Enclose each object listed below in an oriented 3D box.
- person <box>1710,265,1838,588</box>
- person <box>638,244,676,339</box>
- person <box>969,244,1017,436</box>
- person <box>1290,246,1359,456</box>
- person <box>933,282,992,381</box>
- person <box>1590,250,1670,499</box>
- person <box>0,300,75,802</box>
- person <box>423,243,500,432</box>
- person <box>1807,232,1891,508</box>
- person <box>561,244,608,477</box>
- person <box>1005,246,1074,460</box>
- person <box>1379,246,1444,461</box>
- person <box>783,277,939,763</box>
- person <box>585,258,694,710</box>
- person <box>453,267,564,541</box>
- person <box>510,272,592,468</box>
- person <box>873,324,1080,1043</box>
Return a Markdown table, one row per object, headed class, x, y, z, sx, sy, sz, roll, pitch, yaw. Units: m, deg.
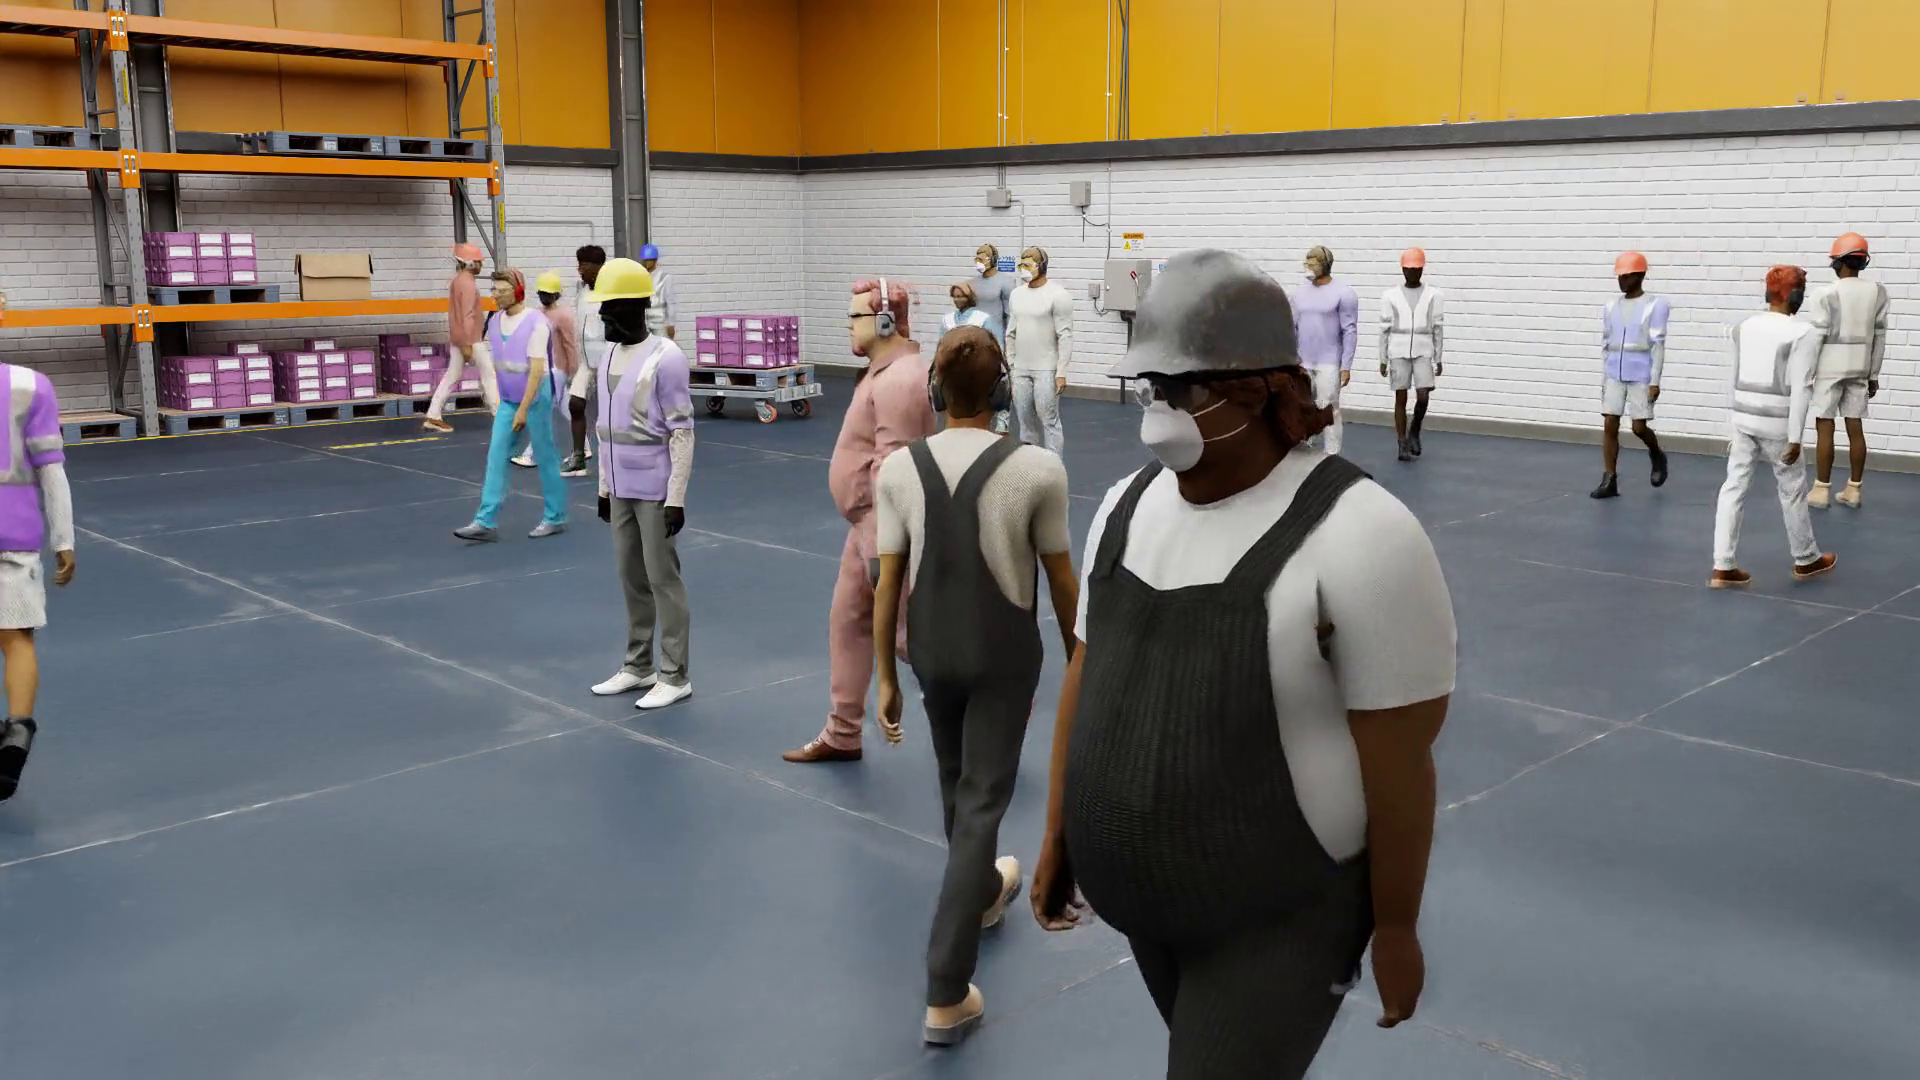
| class | x | y | z | sx | sy | sz | roll | pitch | yaw |
| --- | --- | --- | --- | --- | --- | --- | --- | --- | --- |
| person | 4.730 | -0.650 | 9.600 | 0.939 | 1.841 | 0.594 | -5 | 12 | -26 |
| person | -3.767 | -2.714 | 20.684 | 0.615 | 1.922 | 0.872 | 4 | 11 | 22 |
| person | 0.294 | -1.920 | 16.294 | 0.352 | 1.937 | 0.635 | -10 | 15 | -44 |
| person | 2.949 | -1.438 | 13.667 | 0.350 | 1.936 | 0.635 | -10 | 15 | -44 |
| person | -0.013 | -1.407 | 14.369 | 0.550 | 1.604 | 0.775 | 8 | 13 | 36 |
| person | 5.221 | -1.278 | 12.863 | 0.702 | 1.915 | 0.553 | -8 | 13 | -37 |
| person | -3.508 | -0.006 | 5.987 | 0.556 | 1.904 | 0.885 | -5 | 11 | -24 |
| person | -5.099 | -2.078 | 17.142 | 1.018 | 1.948 | 0.614 | -7 | 12 | -33 |
| person | 6.550 | -1.258 | 12.396 | 0.614 | 2.040 | 0.391 | -1 | 10 | -5 |
| person | -3.058 | -1.463 | 13.780 | 0.637 | 1.937 | 0.785 | 8 | 13 | 38 |
| person | 0.604 | -1.321 | 13.026 | 0.352 | 1.937 | 0.635 | -10 | 15 | -44 |
| person | 4.044 | -1.662 | 14.922 | 0.575 | 1.924 | 0.416 | 2 | 11 | 13 |
| person | -0.205 | -0.042 | 6.245 | 0.877 | 1.879 | 0.651 | -1 | 10 | -6 |
| person | -1.386 | -0.236 | 7.139 | 0.382 | 1.924 | 0.594 | -10 | 15 | -44 |
| person | -2.953 | -0.866 | 10.901 | 0.562 | 1.801 | 0.892 | 6 | 12 | 31 |
| person | -3.592 | -1.485 | 14.578 | 0.542 | 1.702 | 0.918 | 10 | 14 | 43 |
| person | 0.056 | 0.332 | 4.427 | 0.516 | 1.794 | 0.981 | 4 | 11 | 22 |
